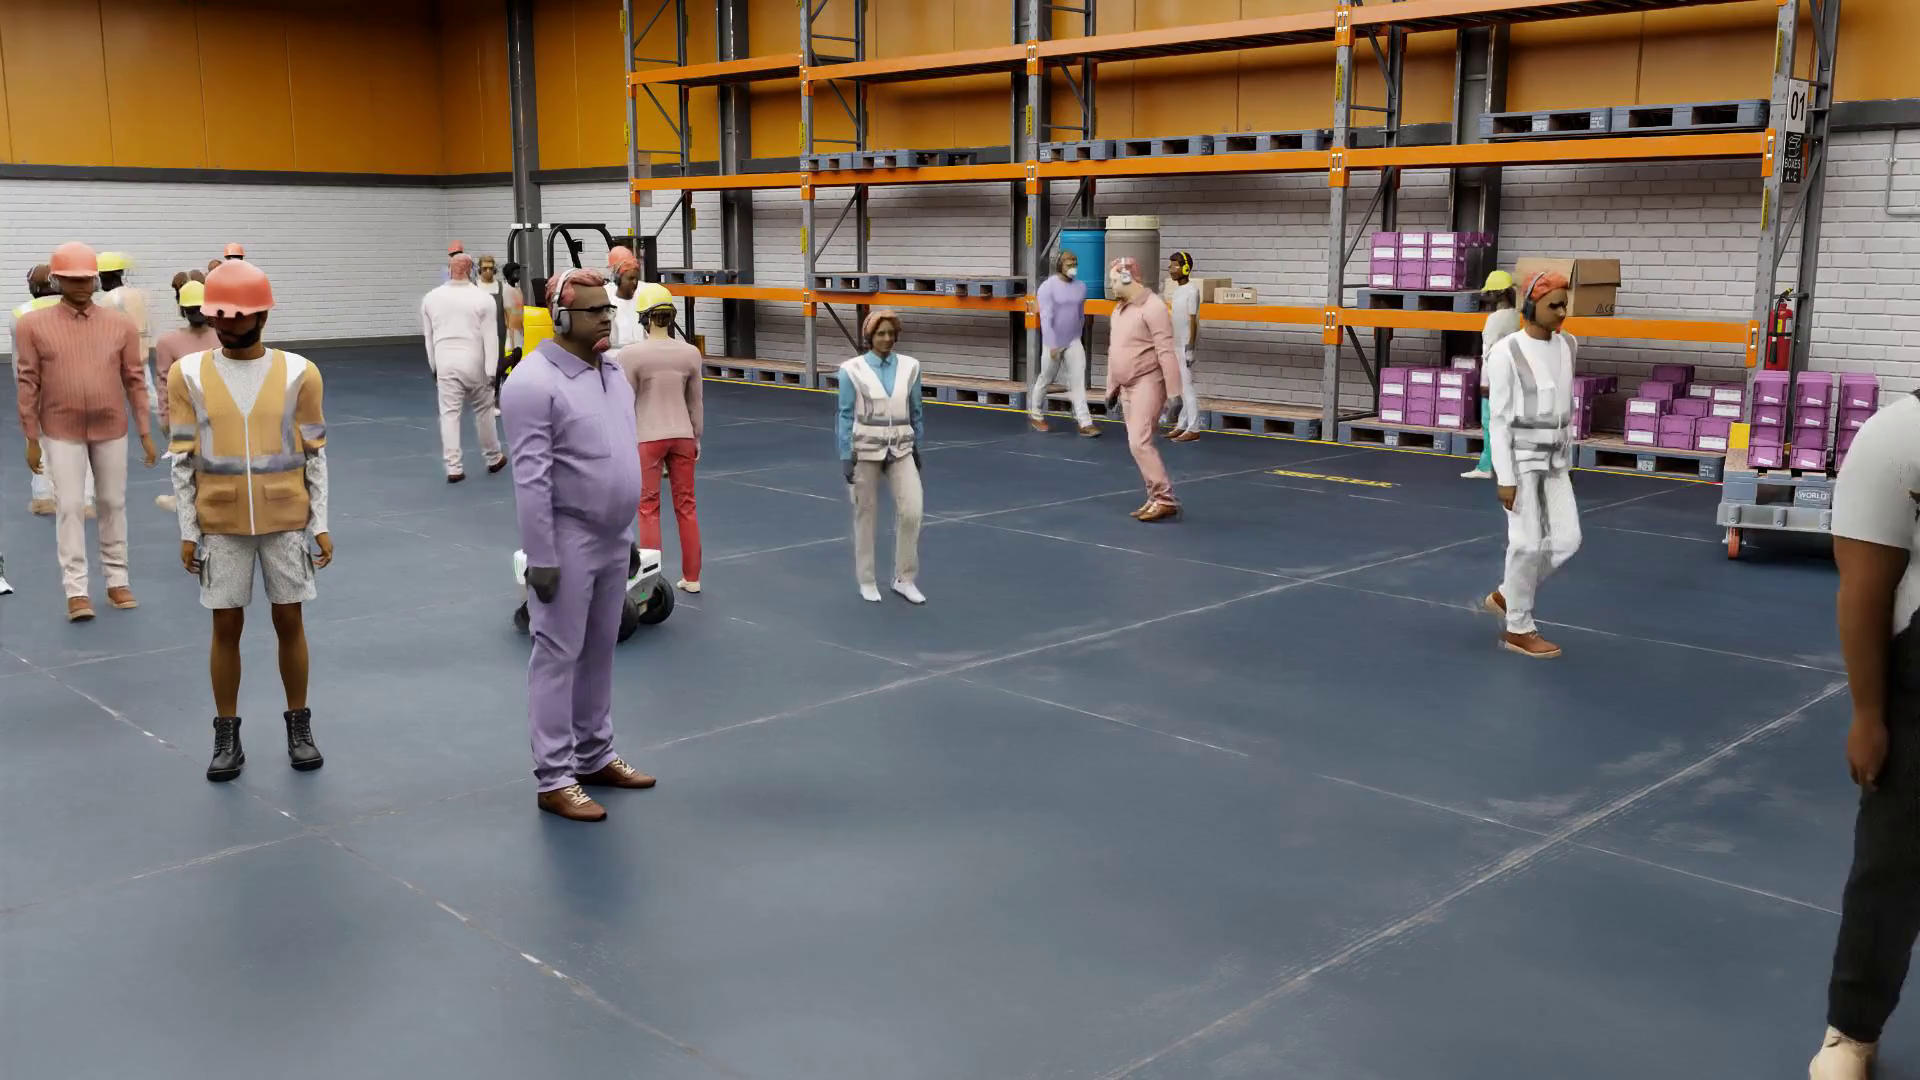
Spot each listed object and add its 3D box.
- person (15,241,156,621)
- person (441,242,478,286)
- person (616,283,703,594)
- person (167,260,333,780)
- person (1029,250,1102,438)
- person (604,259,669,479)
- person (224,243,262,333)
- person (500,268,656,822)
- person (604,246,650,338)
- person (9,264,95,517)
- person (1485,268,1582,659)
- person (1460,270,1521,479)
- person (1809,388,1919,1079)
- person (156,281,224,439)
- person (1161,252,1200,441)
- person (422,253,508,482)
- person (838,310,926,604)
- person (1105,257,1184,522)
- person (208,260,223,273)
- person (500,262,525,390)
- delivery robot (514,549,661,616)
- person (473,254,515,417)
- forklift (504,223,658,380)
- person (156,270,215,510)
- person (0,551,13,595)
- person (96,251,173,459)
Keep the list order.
[{"bbox_3d":[-4.653,-0.584,8.878,0.615,1.995,0.435,-8,13,-38],"label":"person"},{"bbox_3d":[-7.696,-3.628,25.722,0.608,1.916,0.424,-2,11,-9],"label":"person"},{"bbox_3d":[-1.682,-0.554,9.341,0.518,1.756,0.345,-8,13,-37],"label":"person"},{"bbox_3d":[-2.638,-0.070,6.223,0.543,1.932,0.376,-4,11,-22],"label":"person"},{"bbox_3d":[1.023,-1.991,16.855,0.623,1.883,1.060,-6,12,-31],"label":"person"},{"bbox_3d":[-2.796,-1.410,13.842,0.605,1.827,1.038,-9,14,-41],"label":"person"},{"bbox_3d":[-8.972,-2.723,20.704,0.540,1.929,0.382,-9,14,-42],"label":"person"},{"bbox_3d":[-1.313,0.007,5.869,0.400,1.910,0.643,4,11,20],"label":"person"},{"bbox_3d":[-3.186,-1.848,15.965,0.574,1.913,0.470,-9,13,-39],"label":"person"},{"bbox_3d":[-6.535,-1.072,12.025,0.715,1.816,0.629,10,14,43],"label":"person"},{"bbox_3d":[2.726,-0.354,7.942,0.610,1.869,0.421,-6,12,-31],"label":"person"},{"bbox_3d":[4.474,-1.327,13.605,0.664,1.745,0.522,9,13,39],"label":"person"},{"bbox_3d":[2.348,0.332,3.733,0.732,2.000,0.534,1,10,3],"label":"person"},{"bbox_3d":[-5.028,-0.852,11.037,0.533,1.739,0.810,-6,12,-28],"label":"person"},{"bbox_3d":[2.199,-1.900,16.413,0.318,1.860,0.512,-2,11,-13],"label":"person"},{"bbox_3d":[-4.122,-1.448,13.905,0.658,1.860,0.954,0,10,1],"label":"person"},{"bbox_3d":[-0.405,-0.437,9.081,0.533,1.619,0.583,-5,11,-25],"label":"person"},{"bbox_3d":[1.298,-1.065,11.832,0.519,1.867,0.666,-3,11,-18],"label":"person"},{"bbox_3d":[-11.616,-3.569,26.101,0.512,1.641,0.307,-1,10,-4],"label":"person"},{"bbox_3d":[-5.721,-2.702,21.233,0.384,1.686,0.552,2,11,11],"label":"person"},{"bbox_3d":[-1.901,0.156,8.492,0.707,0.478,0.477,3,11,15],"label":"delivery robot"},{"bbox_3d":[-5.348,-2.333,18.897,0.516,1.819,0.875,-5,12,-27],"label":"person"},{"bbox_3d":[-5.316,-3.263,22.920,2.313,2.155,1.214,-10,14,-44],"label":"forklift"},{"bbox_3d":[-5.501,-1.081,12.217,0.976,1.766,0.637,-2,11,-11],"label":"person"},{"bbox_3d":[-5.863,-0.627,9.467,0.961,1.867,0.585,9,14,42],"label":"person"},{"bbox_3d":[-7.454,-1.645,14.962,0.964,1.886,0.592,2,11,8],"label":"person"}]
